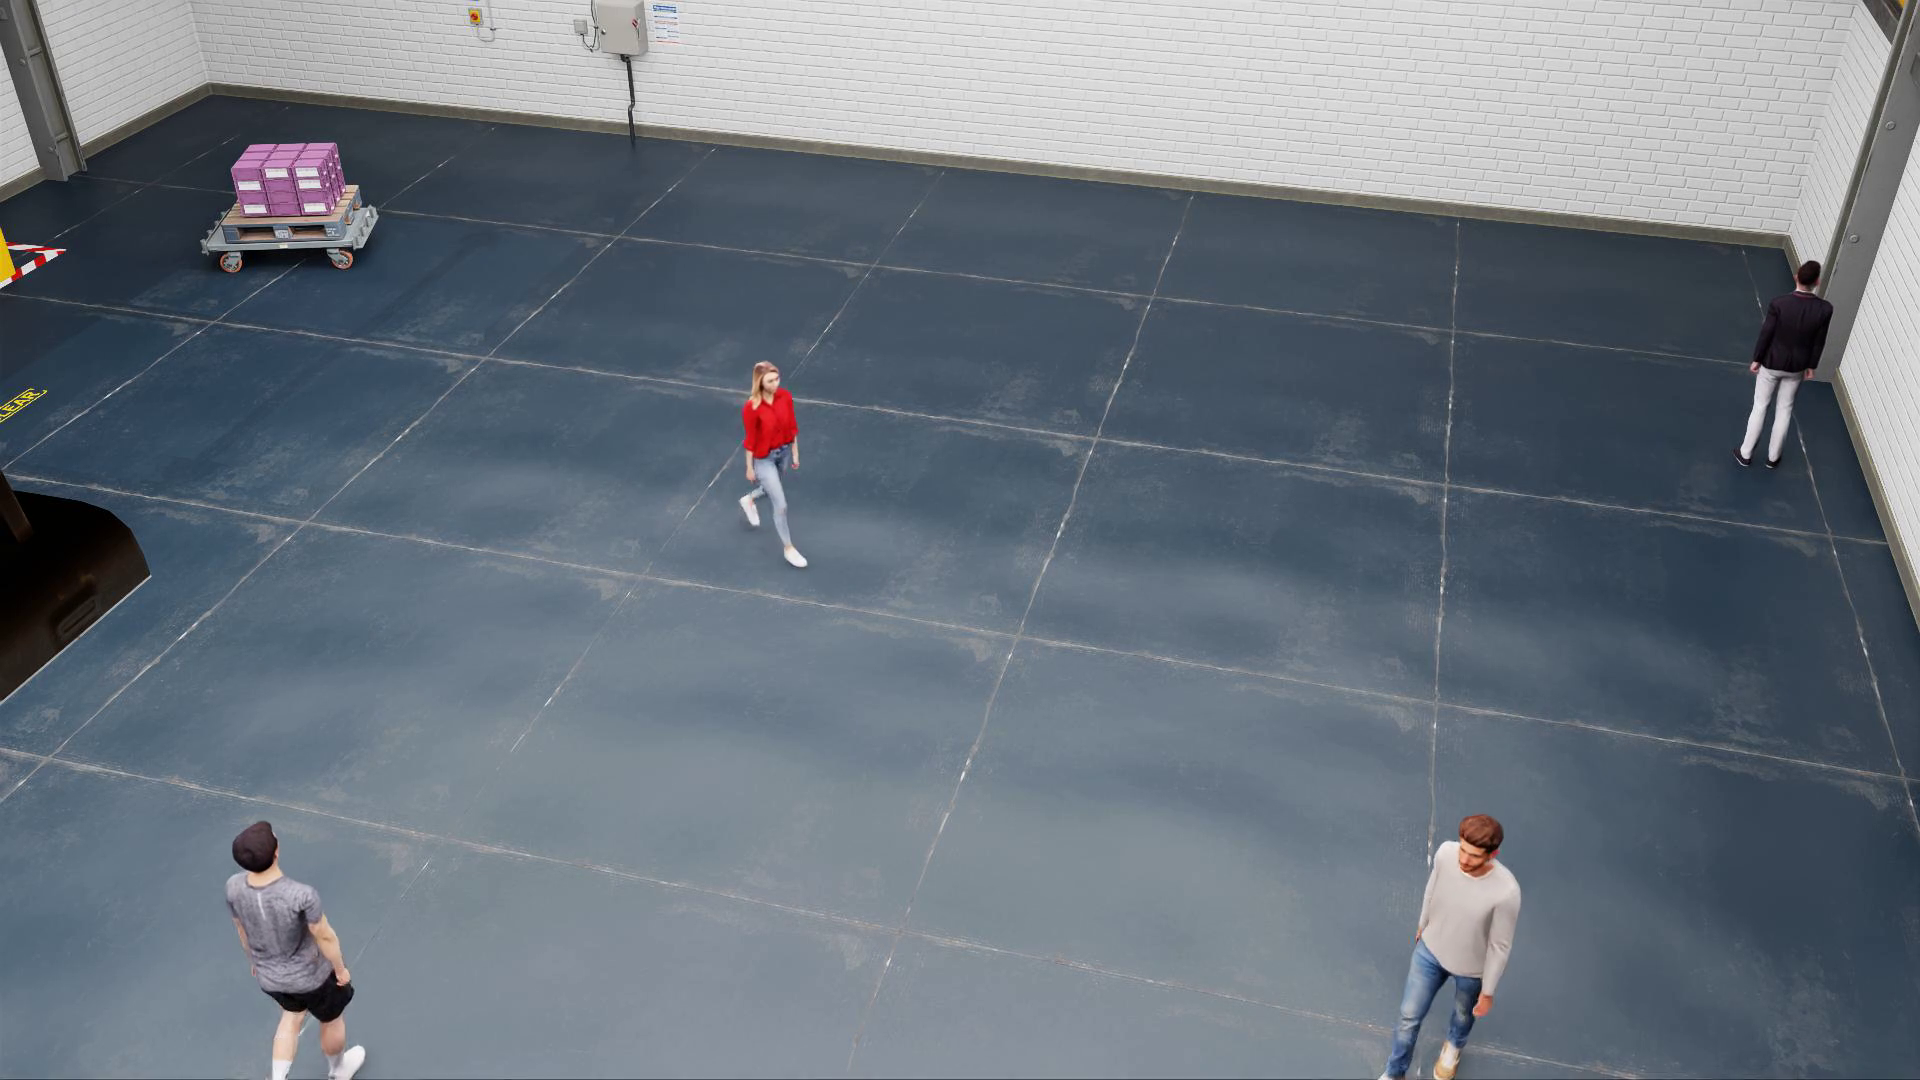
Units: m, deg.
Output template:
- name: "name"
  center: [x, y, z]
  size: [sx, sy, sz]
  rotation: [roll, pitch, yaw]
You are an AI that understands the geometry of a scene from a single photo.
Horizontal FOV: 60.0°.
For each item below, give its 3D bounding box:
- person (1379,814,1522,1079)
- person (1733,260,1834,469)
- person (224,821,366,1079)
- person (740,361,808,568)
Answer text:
- name: "person"
  center: [2.589, 2.068, 8.512]
  size: [0.950, 1.873, 1.095]
  rotation: [24, 40, 31]
- name: "person"
  center: [6.854, -1.453, 13.839]
  size: [0.656, 1.840, 0.542]
  rotation: [10, 35, 15]
- name: "person"
  center: [-3.370, 2.210, 8.314]
  size: [0.679, 1.854, 0.903]
  rotation: [7, 34, 10]
- name: "person"
  center: [-1.492, -0.642, 12.768]
  size: [1.129, 1.673, 1.056]
  rotation: [-28, 43, -35]
